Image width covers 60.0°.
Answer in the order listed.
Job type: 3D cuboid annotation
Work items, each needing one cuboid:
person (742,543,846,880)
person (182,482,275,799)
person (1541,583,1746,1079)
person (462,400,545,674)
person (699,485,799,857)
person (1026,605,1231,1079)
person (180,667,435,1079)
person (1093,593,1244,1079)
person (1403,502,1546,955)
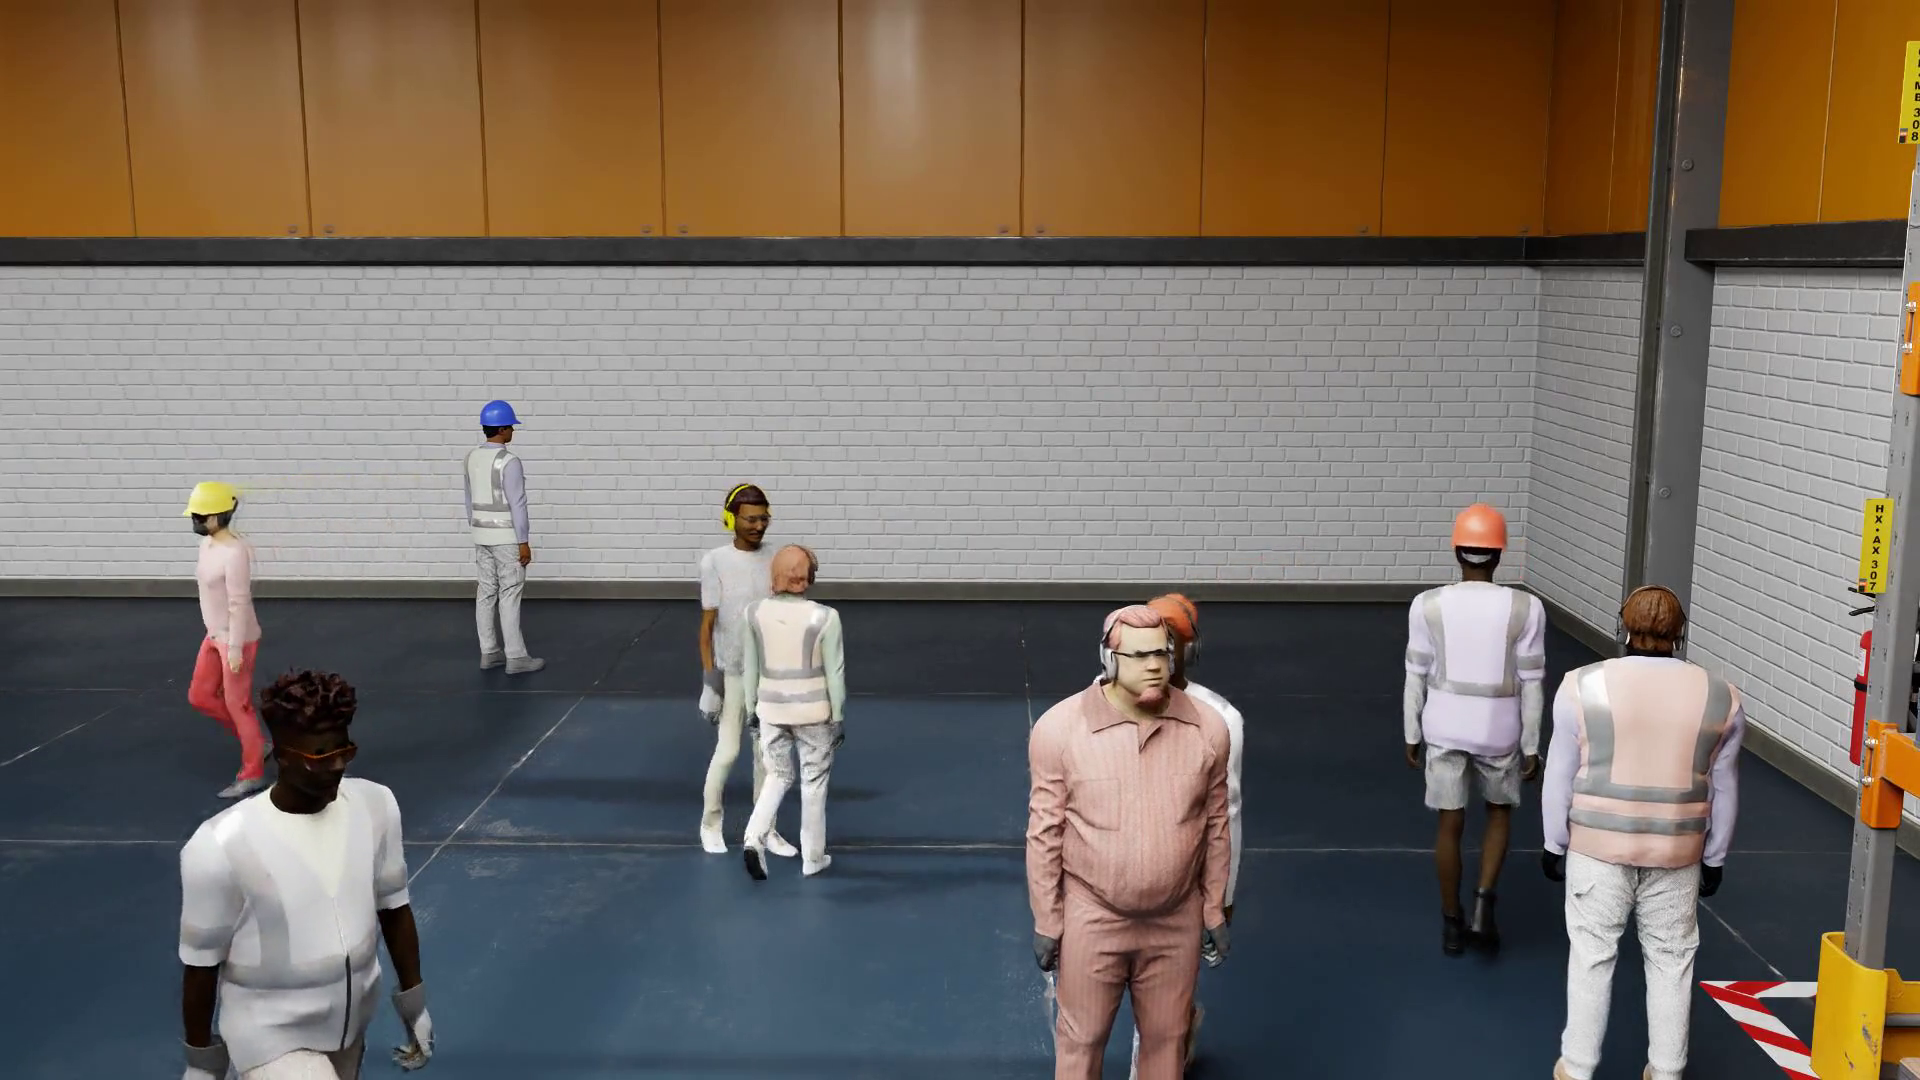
[{"bbox_3d":[-0.792,0.829,7.766,0.526,1.620,0.538,3,10,19],"label":"person"},{"bbox_3d":[-4.006,0.546,9.061,0.367,1.750,0.544,-9,13,-43],"label":"person"},{"bbox_3d":[2.335,1.060,5.760,0.632,1.837,0.430,2,10,10],"label":"person"},{"bbox_3d":[-3.279,-0.021,11.875,0.602,1.948,0.386,7,12,36],"label":"person"},{"bbox_3d":[-1.055,0.657,8.201,0.564,1.894,0.586,-8,12,-40],"label":"person"},{"bbox_3d":[0.522,1.136,5.058,0.645,1.912,0.409,-2,10,-10],"label":"person"},{"bbox_3d":[-1.728,1.253,4.402,1.021,1.907,0.609,6,11,31],"label":"person"},{"bbox_3d":[0.665,1.078,5.563,0.593,1.860,0.847,8,12,40],"label":"person"},{"bbox_3d":[2.152,0.802,7.003,0.566,1.926,0.400,3,10,19],"label":"person"}]
